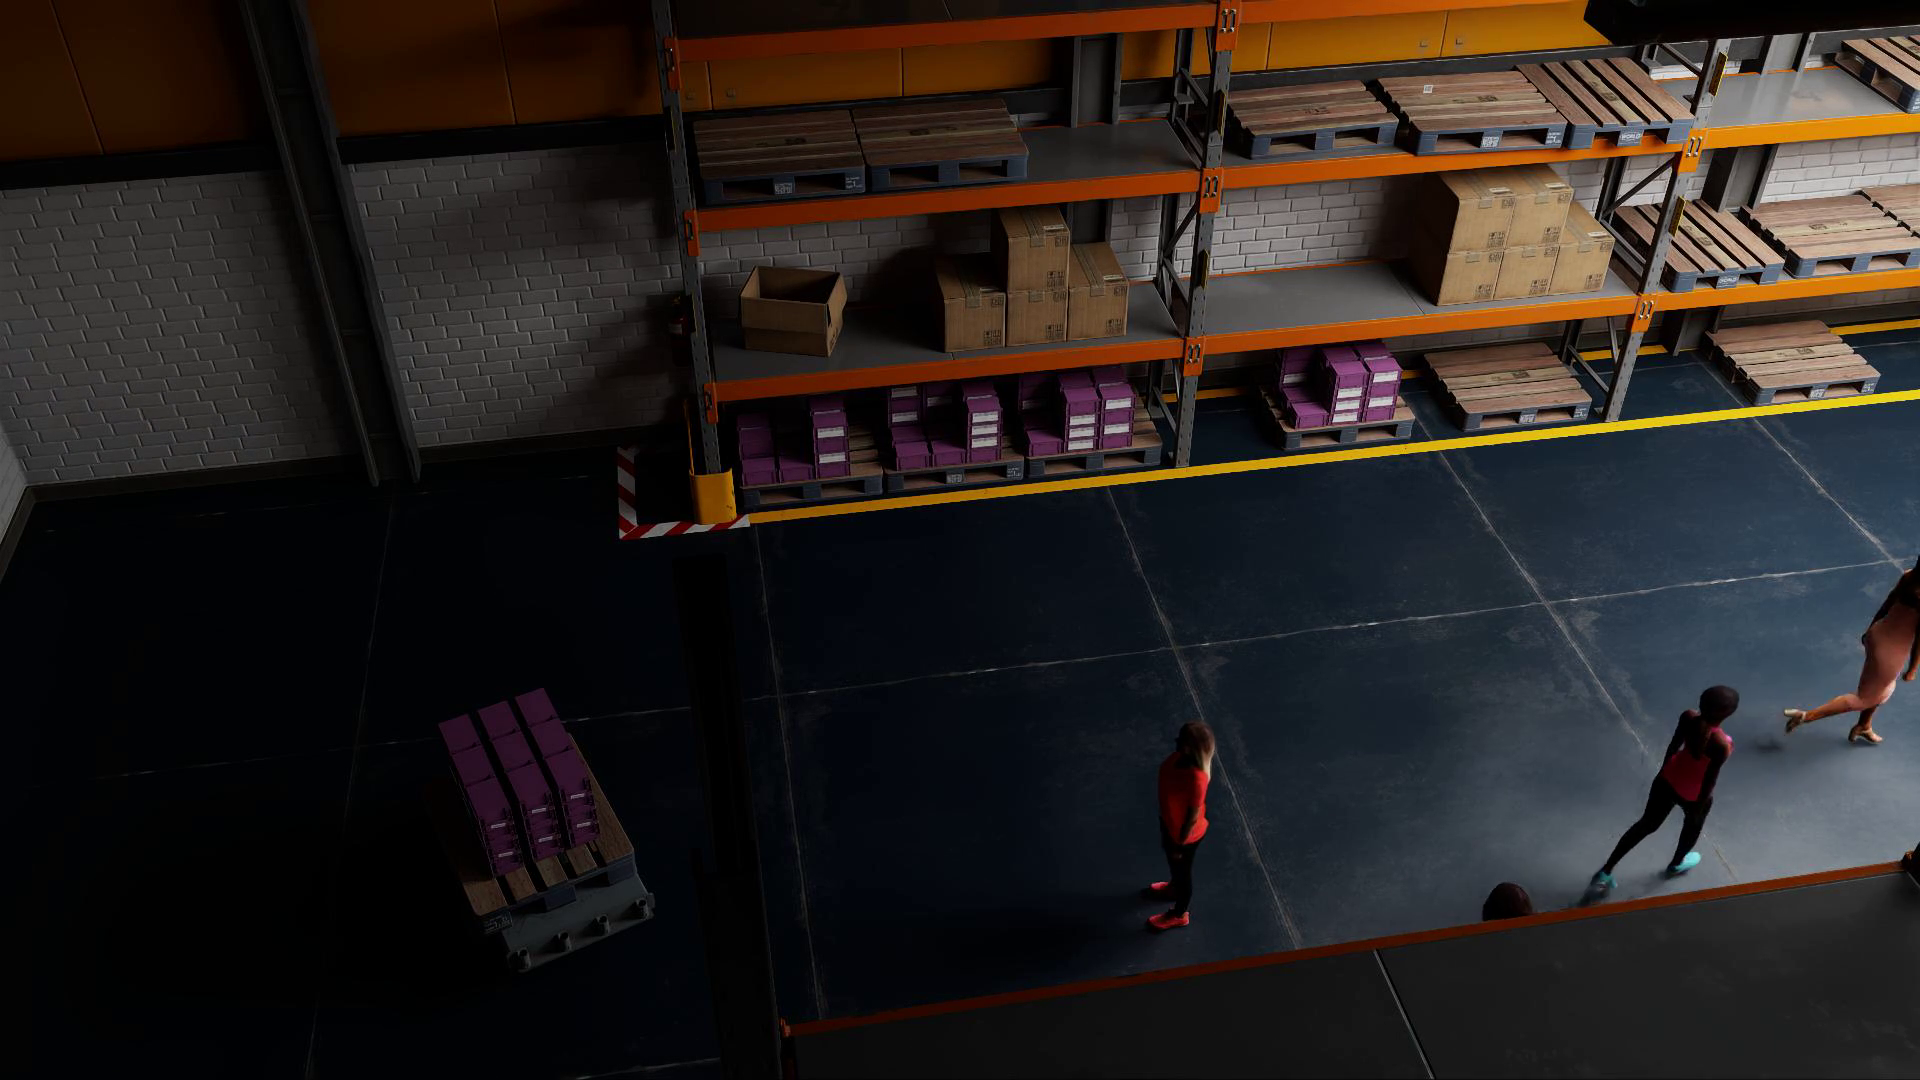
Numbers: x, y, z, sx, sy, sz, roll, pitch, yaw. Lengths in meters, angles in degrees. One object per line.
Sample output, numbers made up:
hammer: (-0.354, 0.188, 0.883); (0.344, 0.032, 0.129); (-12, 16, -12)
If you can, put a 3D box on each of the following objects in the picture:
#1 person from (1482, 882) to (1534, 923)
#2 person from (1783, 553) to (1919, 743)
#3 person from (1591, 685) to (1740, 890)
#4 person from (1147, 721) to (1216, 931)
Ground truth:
person: (2.954, 2.521, 9.067); (1.194, 1.756, 0.715); (-11, 40, -13)
person: (6.168, 0.746, 11.249); (1.079, 1.806, 0.760); (2, 39, 3)
person: (4.401, 1.576, 10.300); (1.163, 1.693, 0.778); (-17, 42, -21)
person: (1.374, 1.721, 10.118); (0.576, 1.694, 0.622); (-1, 39, -1)
